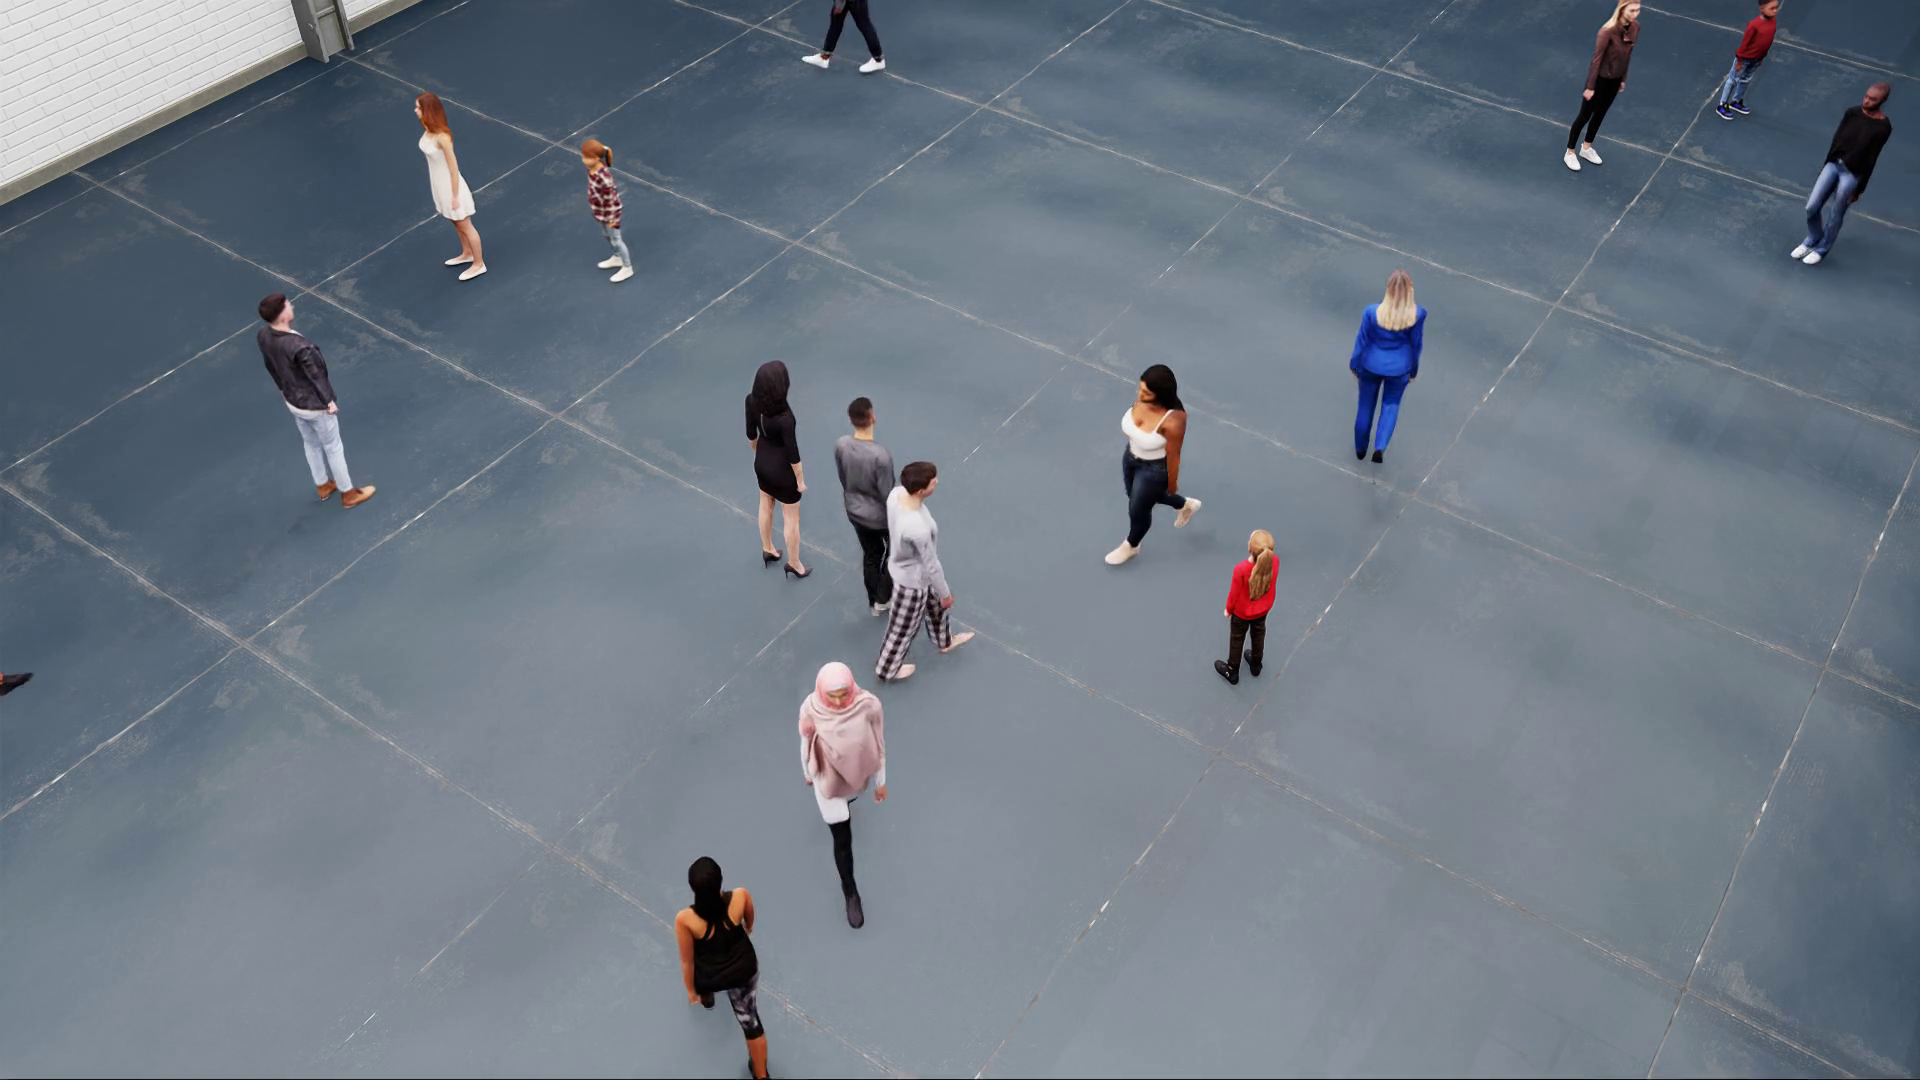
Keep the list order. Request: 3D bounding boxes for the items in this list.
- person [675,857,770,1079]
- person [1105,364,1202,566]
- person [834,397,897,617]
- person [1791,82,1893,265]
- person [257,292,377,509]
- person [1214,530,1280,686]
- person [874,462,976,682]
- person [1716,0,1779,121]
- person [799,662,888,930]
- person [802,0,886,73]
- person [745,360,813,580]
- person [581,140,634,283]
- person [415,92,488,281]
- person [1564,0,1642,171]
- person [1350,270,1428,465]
[{"bbox_3d":[-1.191,2.271,8.600,1.124,1.622,1.016,-18,47,-18],"label":"person"},{"bbox_3d":[1.396,-0.544,11.441,1.119,1.778,0.967,-16,46,-16],"label":"person"},{"bbox_3d":[-0.631,-0.136,11.039,0.683,1.741,0.608,26,50,25],"label":"person"},{"bbox_3d":[7.615,-3.141,14.200,0.732,1.732,0.717,-24,49,-23],"label":"person"},{"bbox_3d":[-4.652,-0.986,11.863,0.672,1.836,0.571,22,48,21],"label":"person"},{"bbox_3d":[1.881,0.423,10.787,0.560,1.281,0.641,-16,46,-16],"label":"person"},{"bbox_3d":[-0.392,0.244,10.581,1.109,1.824,0.997,-14,45,-14],"label":"person"},{"bbox_3d":[7.698,-4.735,16.219,0.553,1.255,0.635,-15,46,-16],"label":"person"},{"bbox_3d":[-0.669,1.284,9.534,1.181,1.761,1.186,-10,45,-10],"label":"person"},{"bbox_3d":[-0.980,-5.500,16.642,1.216,1.779,1.104,-13,45,-13],"label":"person"},{"bbox_3d":[-1.250,-0.469,11.344,0.627,1.803,0.520,31,52,29],"label":"person"},{"bbox_3d":[-3.009,-2.828,14.184,0.590,1.301,0.595,-25,49,-24],"label":"person"},{"bbox_3d":[-4.322,-3.006,14.074,0.618,1.711,0.627,-26,49,-25],"label":"person"},{"bbox_3d":[5.971,-4.258,15.394,0.620,1.703,0.735,-17,46,-17],"label":"person"},{"bbox_3d":[3.113,-1.194,12.186,0.803,1.691,0.879,7,44,8],"label":"person"}]
